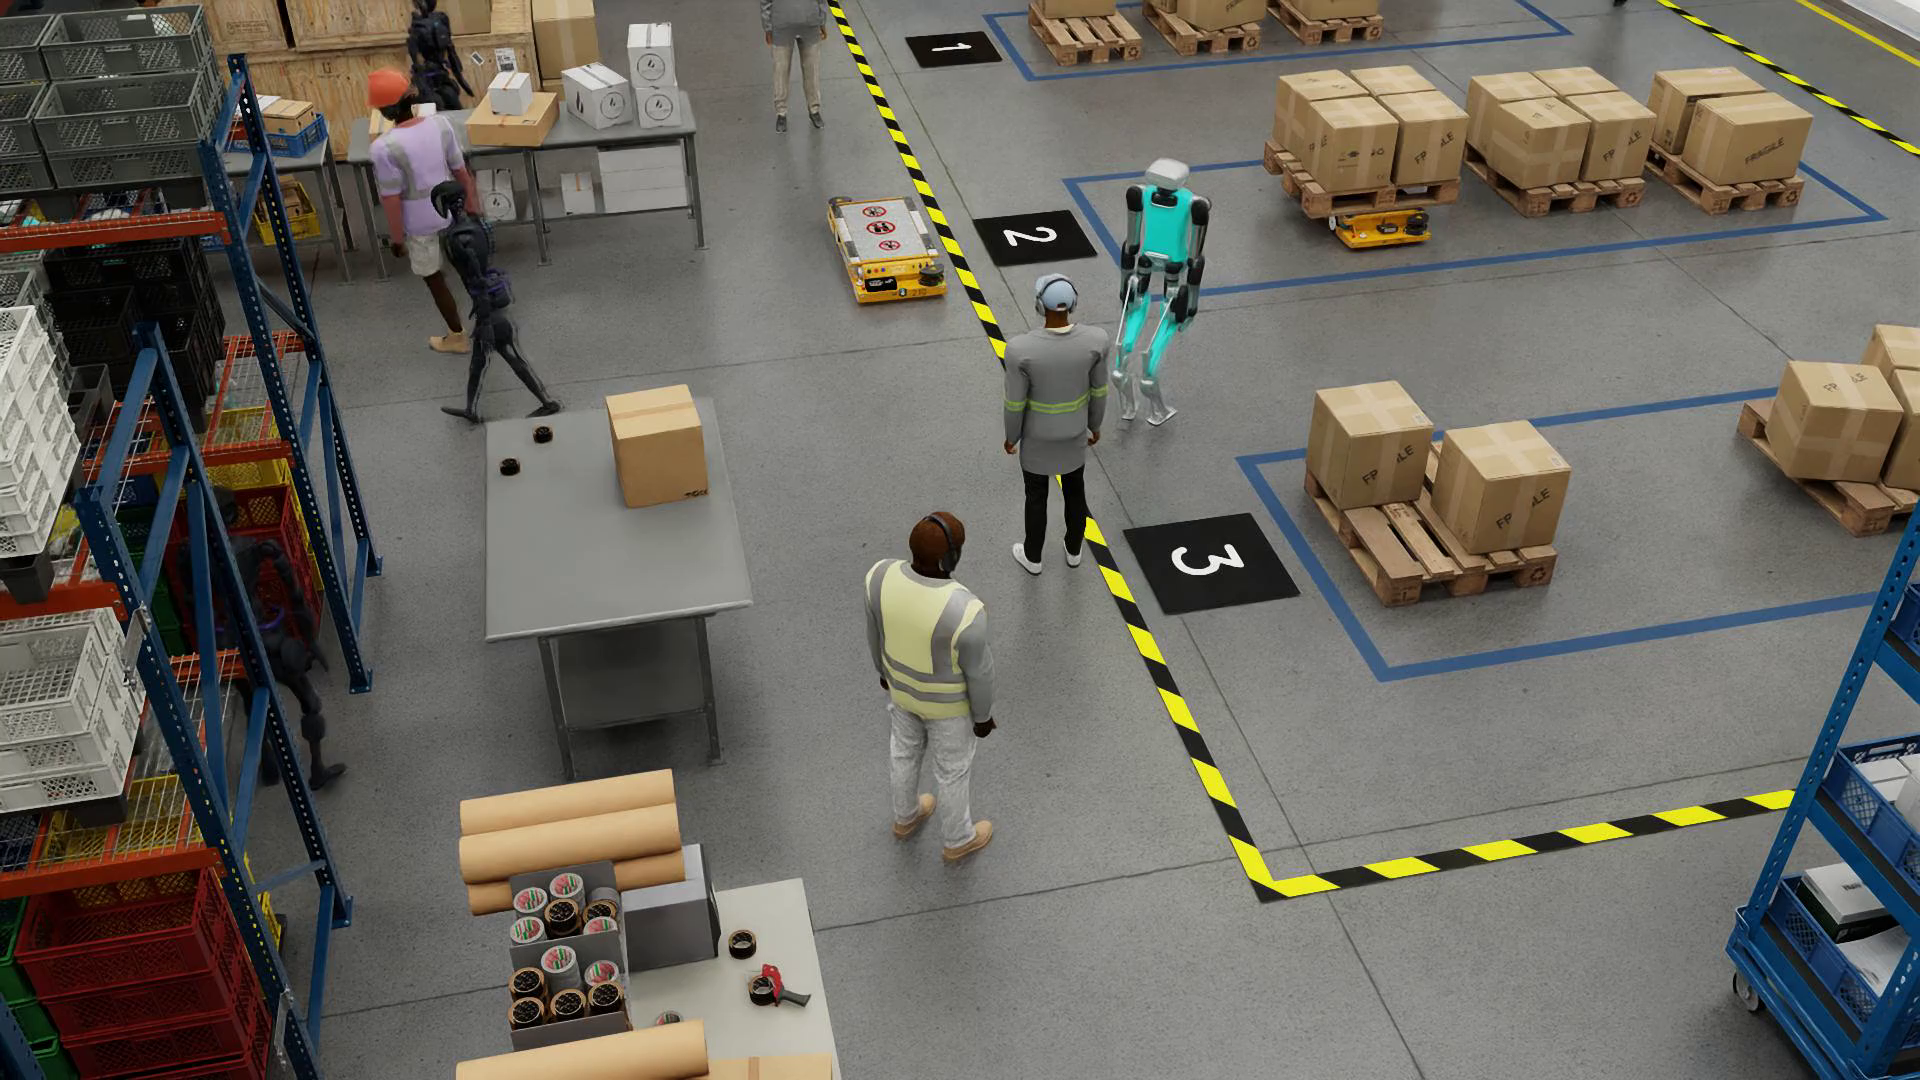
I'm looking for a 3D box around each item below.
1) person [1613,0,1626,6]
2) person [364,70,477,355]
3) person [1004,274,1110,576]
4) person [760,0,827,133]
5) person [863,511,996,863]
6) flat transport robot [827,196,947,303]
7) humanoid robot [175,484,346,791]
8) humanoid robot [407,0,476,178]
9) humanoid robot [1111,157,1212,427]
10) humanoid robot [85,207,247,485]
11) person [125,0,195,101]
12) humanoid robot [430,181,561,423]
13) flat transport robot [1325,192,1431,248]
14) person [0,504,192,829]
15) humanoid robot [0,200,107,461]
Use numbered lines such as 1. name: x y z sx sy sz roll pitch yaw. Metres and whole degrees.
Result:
1. person: 6.919 -6.369 16.811 0.615 1.826 1.011 8 37 10
2. person: -3.458 -2.123 10.955 0.529 2.020 0.699 24 43 28
3. person: 0.508 -0.621 9.062 0.589 1.852 0.366 -9 38 -12
4. person: -1.407 -4.362 14.158 0.573 1.768 0.402 -9 38 -12
5. person: -0.105 0.654 7.359 0.633 1.839 0.429 23 43 28
6. flat transport robot: -0.570 -2.220 12.538 0.659 0.231 1.431 -8 37 -10
7. humanoid robot: -3.280 0.492 7.719 0.589 1.644 0.405 -1 37 -1
8. humanoid robot: -4.194 -3.625 13.262 0.404 1.647 0.603 12 38 16
9. humanoid robot: 1.137 -1.428 10.130 0.533 1.677 0.735 18 40 23
10. humanoid robot: -4.553 -1.069 9.710 0.722 1.735 0.531 16 40 21
11. person: -6.018 -3.425 12.749 0.603 1.951 0.381 27 44 32
12. humanoid robot: -2.967 -1.441 10.347 0.765 1.615 0.634 -13 39 -17
13. flat transport robot: 3.134 -2.740 13.213 0.652 0.197 1.431 -8 37 -10
14. person: -3.950 0.552 7.526 0.616 1.820 0.624 3 37 5
15. humanoid robot: -5.488 -1.142 9.783 0.535 1.695 0.742 6 37 8
